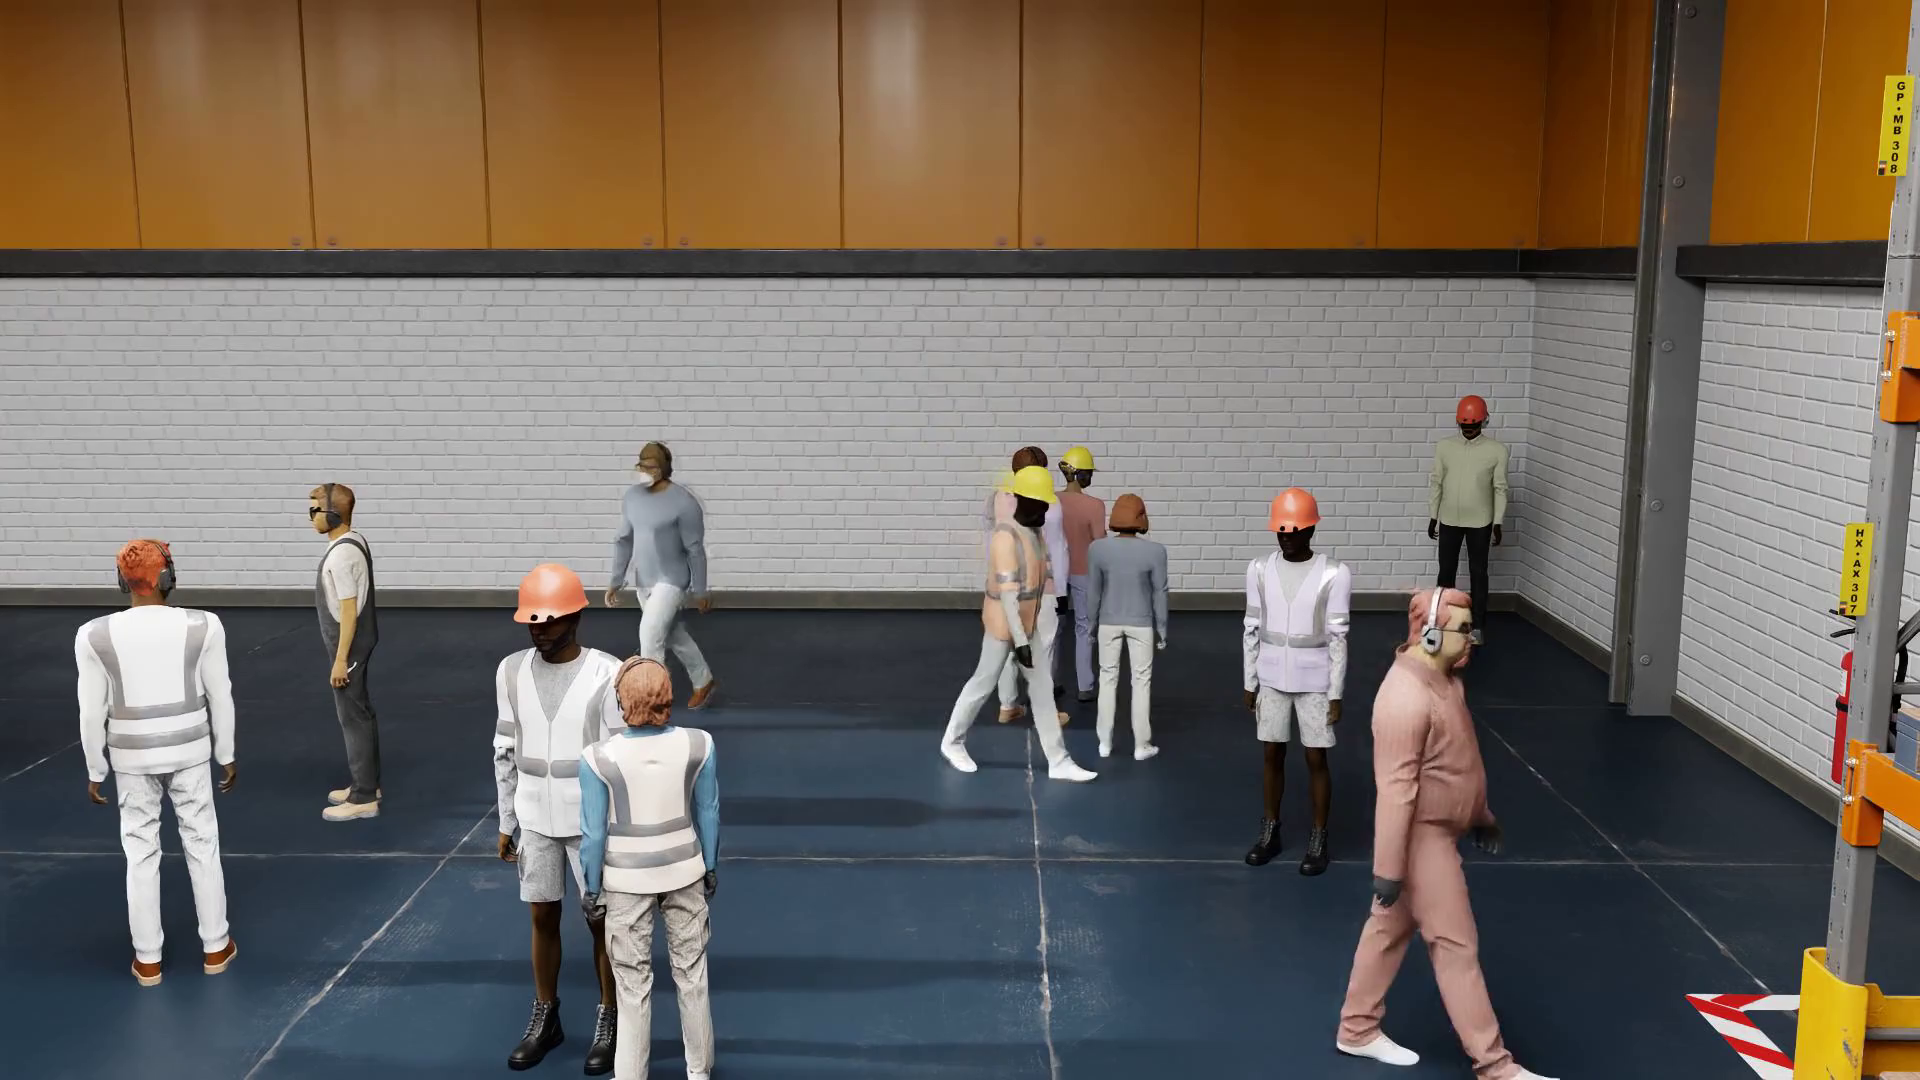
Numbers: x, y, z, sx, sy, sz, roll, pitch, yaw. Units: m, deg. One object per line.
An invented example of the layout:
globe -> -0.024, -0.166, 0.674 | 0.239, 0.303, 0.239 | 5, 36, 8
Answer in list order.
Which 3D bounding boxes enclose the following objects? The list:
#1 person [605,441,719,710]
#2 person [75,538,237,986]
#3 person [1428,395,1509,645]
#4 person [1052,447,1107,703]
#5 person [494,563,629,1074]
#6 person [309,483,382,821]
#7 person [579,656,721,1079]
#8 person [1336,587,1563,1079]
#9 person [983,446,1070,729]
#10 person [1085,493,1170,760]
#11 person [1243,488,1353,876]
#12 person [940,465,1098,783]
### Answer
person -> -1.903, 0.280, 10.895 | 0.616, 1.893, 1.044 | 7, 12, 38
person -> -3.354, 0.927, 6.990 | 0.579, 1.882, 0.342 | -4, 10, -24
person -> 4.008, -0.161, 13.194 | 0.608, 1.988, 0.392 | 6, 11, 31
person -> 0.791, 0.235, 11.497 | 0.533, 1.763, 0.325 | 6, 11, 32
person -> -1.470, 1.036, 6.176 | 0.551, 1.934, 0.373 | 2, 10, 9
person -> -3.346, 0.601, 9.061 | 0.332, 1.843, 0.517 | -2, 10, -12
person -> -1.100, 1.223, 5.944 | 0.514, 1.641, 0.309 | -5, 11, -25
person -> 1.799, 1.094, 6.053 | 0.856, 1.867, 0.649 | 3, 10, 19
person -> 0.455, 0.308, 10.828 | 0.627, 1.843, 0.429 | 7, 12, 37
person -> 1.015, 0.528, 10.129 | 0.526, 1.634, 0.283 | 3, 10, 17
person -> 1.647, 0.697, 8.236 | 0.541, 1.932, 0.382 | 5, 11, 29
person -> 0.293, 0.482, 9.707 | 1.006, 1.873, 0.610 | 5, 11, 28
